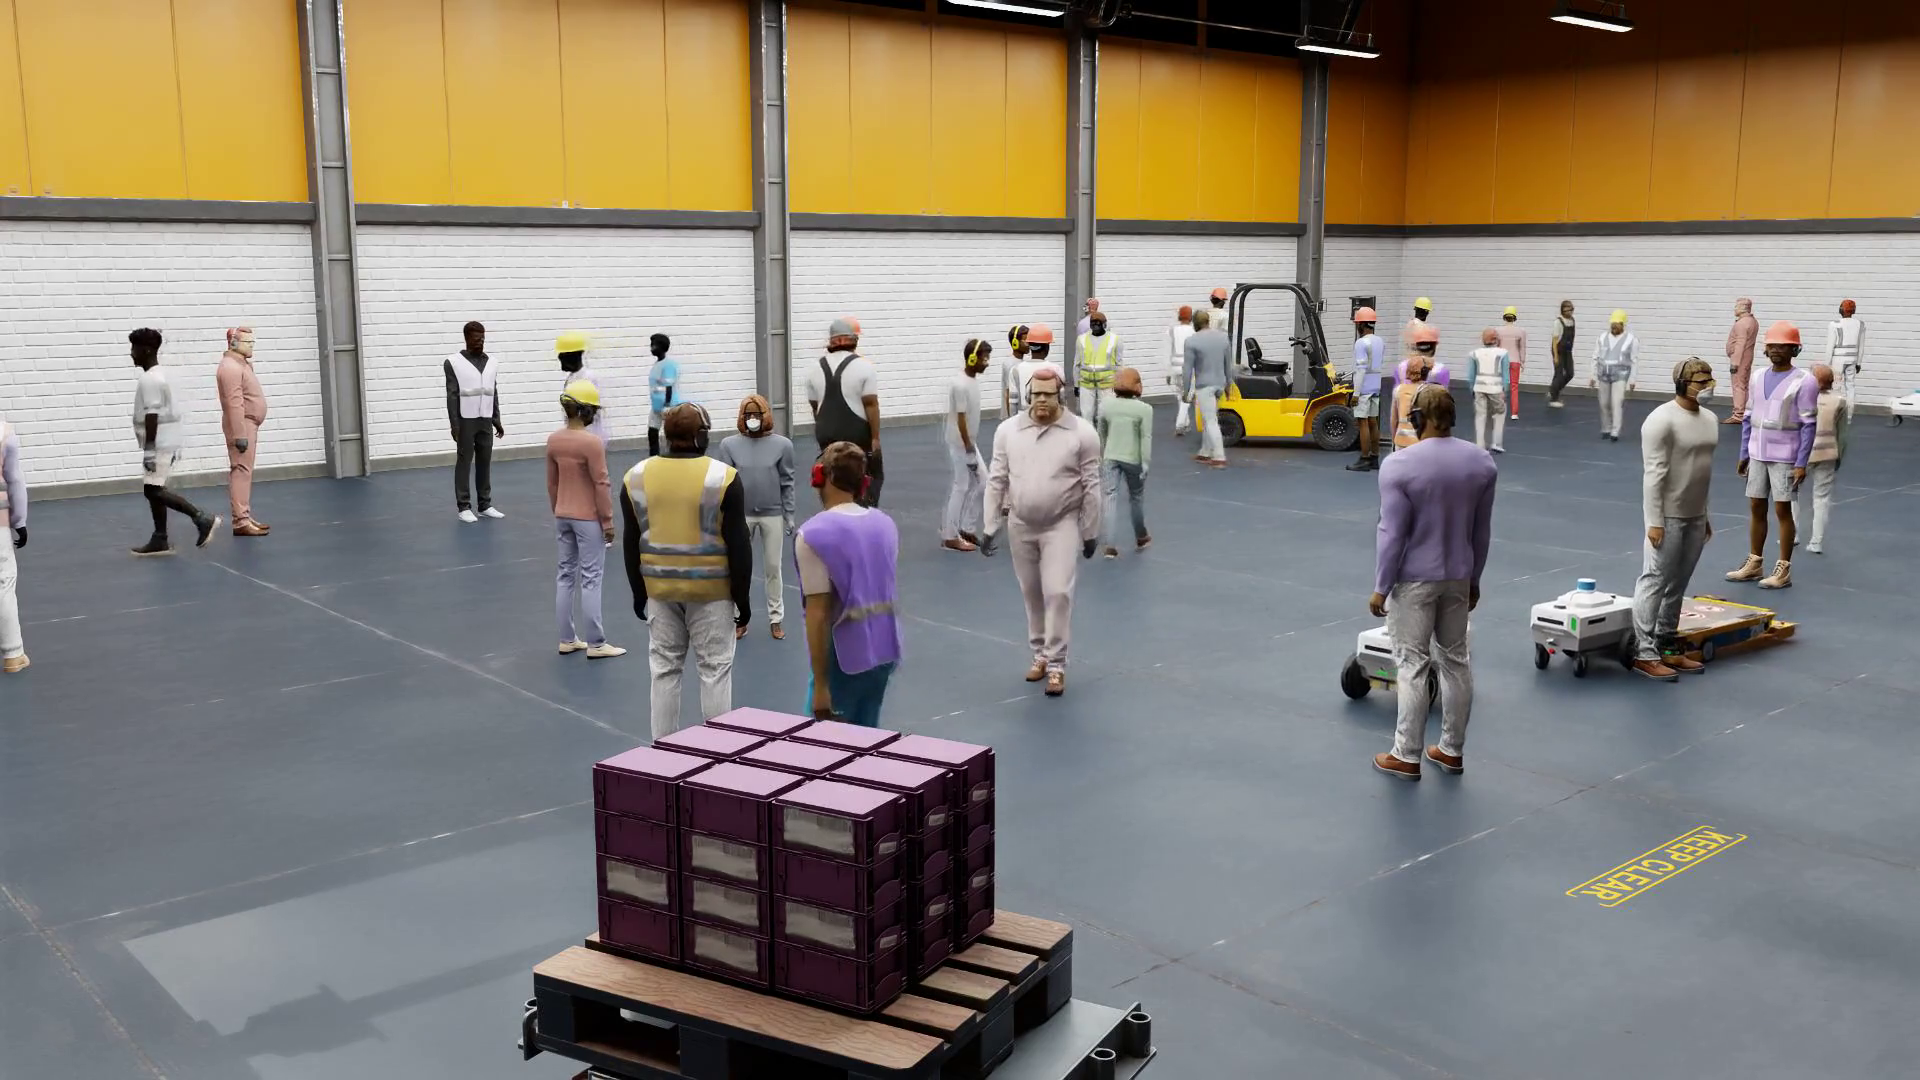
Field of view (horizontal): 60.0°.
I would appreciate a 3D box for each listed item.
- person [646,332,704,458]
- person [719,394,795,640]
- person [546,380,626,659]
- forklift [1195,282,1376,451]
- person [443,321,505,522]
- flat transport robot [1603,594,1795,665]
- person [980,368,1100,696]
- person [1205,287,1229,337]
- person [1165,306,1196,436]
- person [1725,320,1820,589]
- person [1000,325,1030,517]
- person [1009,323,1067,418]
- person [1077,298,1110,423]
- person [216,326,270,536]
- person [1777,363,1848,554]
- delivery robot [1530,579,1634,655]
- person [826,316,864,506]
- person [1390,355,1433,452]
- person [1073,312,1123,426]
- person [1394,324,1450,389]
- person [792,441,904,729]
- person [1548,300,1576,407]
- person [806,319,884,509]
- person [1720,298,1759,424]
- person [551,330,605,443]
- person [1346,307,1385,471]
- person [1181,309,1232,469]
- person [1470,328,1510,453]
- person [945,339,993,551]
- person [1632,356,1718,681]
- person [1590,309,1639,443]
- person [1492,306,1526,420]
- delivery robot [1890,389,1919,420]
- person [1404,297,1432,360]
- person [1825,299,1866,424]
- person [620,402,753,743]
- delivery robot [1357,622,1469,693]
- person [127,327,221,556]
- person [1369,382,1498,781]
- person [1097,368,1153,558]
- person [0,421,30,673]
[{"bbox_3d":[-3.310,-1.536,19.008,0.751,1.674,0.527,-7,12,-35],"label":"person"},{"bbox_3d":[-1.343,-0.148,10.998,0.507,1.633,0.276,-1,10,-5],"label":"person"},{"bbox_3d":[-2.378,-0.128,10.516,0.523,1.761,0.326,7,12,36],"label":"person"},{"bbox_3d":[4.328,-2.346,22.227,2.313,2.155,1.214,3,10,16],"label":"forklift"},{"bbox_3d":[-4.668,-1.142,15.991,0.392,1.916,0.587,7,12,35],"label":"person"},{"bbox_3d":[4.738,0.566,10.799,1.431,0.197,0.652,-7,12,-36],"label":"flat transport robot"},{"bbox_3d":[0.447,-0.053,9.706,0.664,1.877,0.784,4,10,20],"label":"person"},{"bbox_3d":[4.107,-3.017,26.645,0.618,2.037,0.410,9,13,43],"label":"person"},{"bbox_3d":[3.188,-2.407,23.655,0.571,1.842,1.012,5,11,26],"label":"person"},{"bbox_3d":[6.209,-0.648,12.718,0.369,2.044,0.615,-4,10,-22],"label":"person"},{"bbox_3d":[0.556,-1.146,16.170,0.310,1.863,0.533,2,10,13],"label":"person"},{"bbox_3d":[0.709,-0.971,14.926,0.545,1.938,0.357,4,11,24],"label":"person"},{"bbox_3d":[1.962,-2.685,25.051,0.652,1.906,0.409,-9,13,-43],"label":"person"},{"bbox_3d":[-6.513,-0.993,15.155,0.402,1.904,0.652,-3,10,-19],"label":"person"},{"bbox_3d":[7.309,-0.706,14.297,0.538,1.619,0.568,1,10,5],"label":"person"},{"bbox_3d":[3.824,0.481,10.192,0.707,0.478,0.477,-7,12,-36],"label":"delivery robot"},{"bbox_3d":[-1.113,-1.244,16.518,0.543,1.939,0.371,9,13,43],"label":"person"},{"bbox_3d":[4.120,-0.848,15.082,0.311,1.638,0.523,-7,12,-34],"label":"person"},{"bbox_3d":[1.730,-1.954,20.968,0.634,1.839,0.429,3,10,16],"label":"person"},{"bbox_3d":[4.289,-1.068,15.615,0.546,1.908,0.829,6,11,32],"label":"person"},{"bbox_3d":[-0.449,0.516,6.606,0.442,1.805,0.627,7,12,36],"label":"person"},{"bbox_3d":[10.067,-3.115,27.873,0.568,1.803,0.576,-6,11,-32],"label":"person"},{"bbox_3d":[-0.945,-0.921,14.331,0.743,2.000,0.545,5,11,27],"label":"person"},{"bbox_3d":[11.788,-2.701,25.150,0.409,1.905,0.651,8,12,39],"label":"person"},{"bbox_3d":[-3.277,-0.833,14.206,0.526,1.907,0.584,-5,11,-28],"label":"person"},{"bbox_3d":[4.776,-1.780,19.662,0.375,1.935,0.550,9,13,41],"label":"person"},{"bbox_3d":[2.946,-1.812,19.953,0.637,1.895,0.856,-6,12,-33],"label":"person"},{"bbox_3d":[6.785,-1.894,21.244,0.540,1.615,0.564,7,12,37],"label":"person"},{"bbox_3d":[0.076,-0.794,14.178,0.529,1.834,0.550,3,10,18],"label":"person"},{"bbox_3d":[4.327,-0.134,10.021,0.628,1.940,0.377,-7,12,-34],"label":"person"},{"bbox_3d":[8.932,-2.241,22.726,0.457,1.832,0.602,-9,13,-44],"label":"person"},{"bbox_3d":[8.477,-2.734,25.749,0.533,1.768,0.311,2,10,13],"label":"person"},{"bbox_3d":[14.214,-1.993,24.677,0.707,0.478,0.477,8,12,38],"label":"delivery robot"},{"bbox_3d":[6.851,-2.665,24.895,0.373,1.920,0.585,0,10,2],"label":"person"},{"bbox_3d":[13.321,-2.678,25.081,0.581,1.882,0.351,-1,10,-3],"label":"person"},{"bbox_3d":[-1.296,0.254,8.039,0.633,1.840,0.429,2,10,12],"label":"person"},{"bbox_3d":[2.592,0.597,9.499,0.707,0.478,0.477,-8,12,-41],"label":"delivery robot"},{"bbox_3d":[-6.667,-0.815,13.981,0.652,1.946,0.623,-3,10,-16],"label":"person"},{"bbox_3d":[2.270,0.204,8.059,0.628,1.935,0.373,-3,10,-20],"label":"person"},{"bbox_3d":[1.405,-0.665,14.144,0.519,1.587,0.842,4,10,21],"label":"person"},{"bbox_3d":[-5.981,-0.087,10.043,0.634,1.838,0.429,-5,11,-27],"label":"person"}]
